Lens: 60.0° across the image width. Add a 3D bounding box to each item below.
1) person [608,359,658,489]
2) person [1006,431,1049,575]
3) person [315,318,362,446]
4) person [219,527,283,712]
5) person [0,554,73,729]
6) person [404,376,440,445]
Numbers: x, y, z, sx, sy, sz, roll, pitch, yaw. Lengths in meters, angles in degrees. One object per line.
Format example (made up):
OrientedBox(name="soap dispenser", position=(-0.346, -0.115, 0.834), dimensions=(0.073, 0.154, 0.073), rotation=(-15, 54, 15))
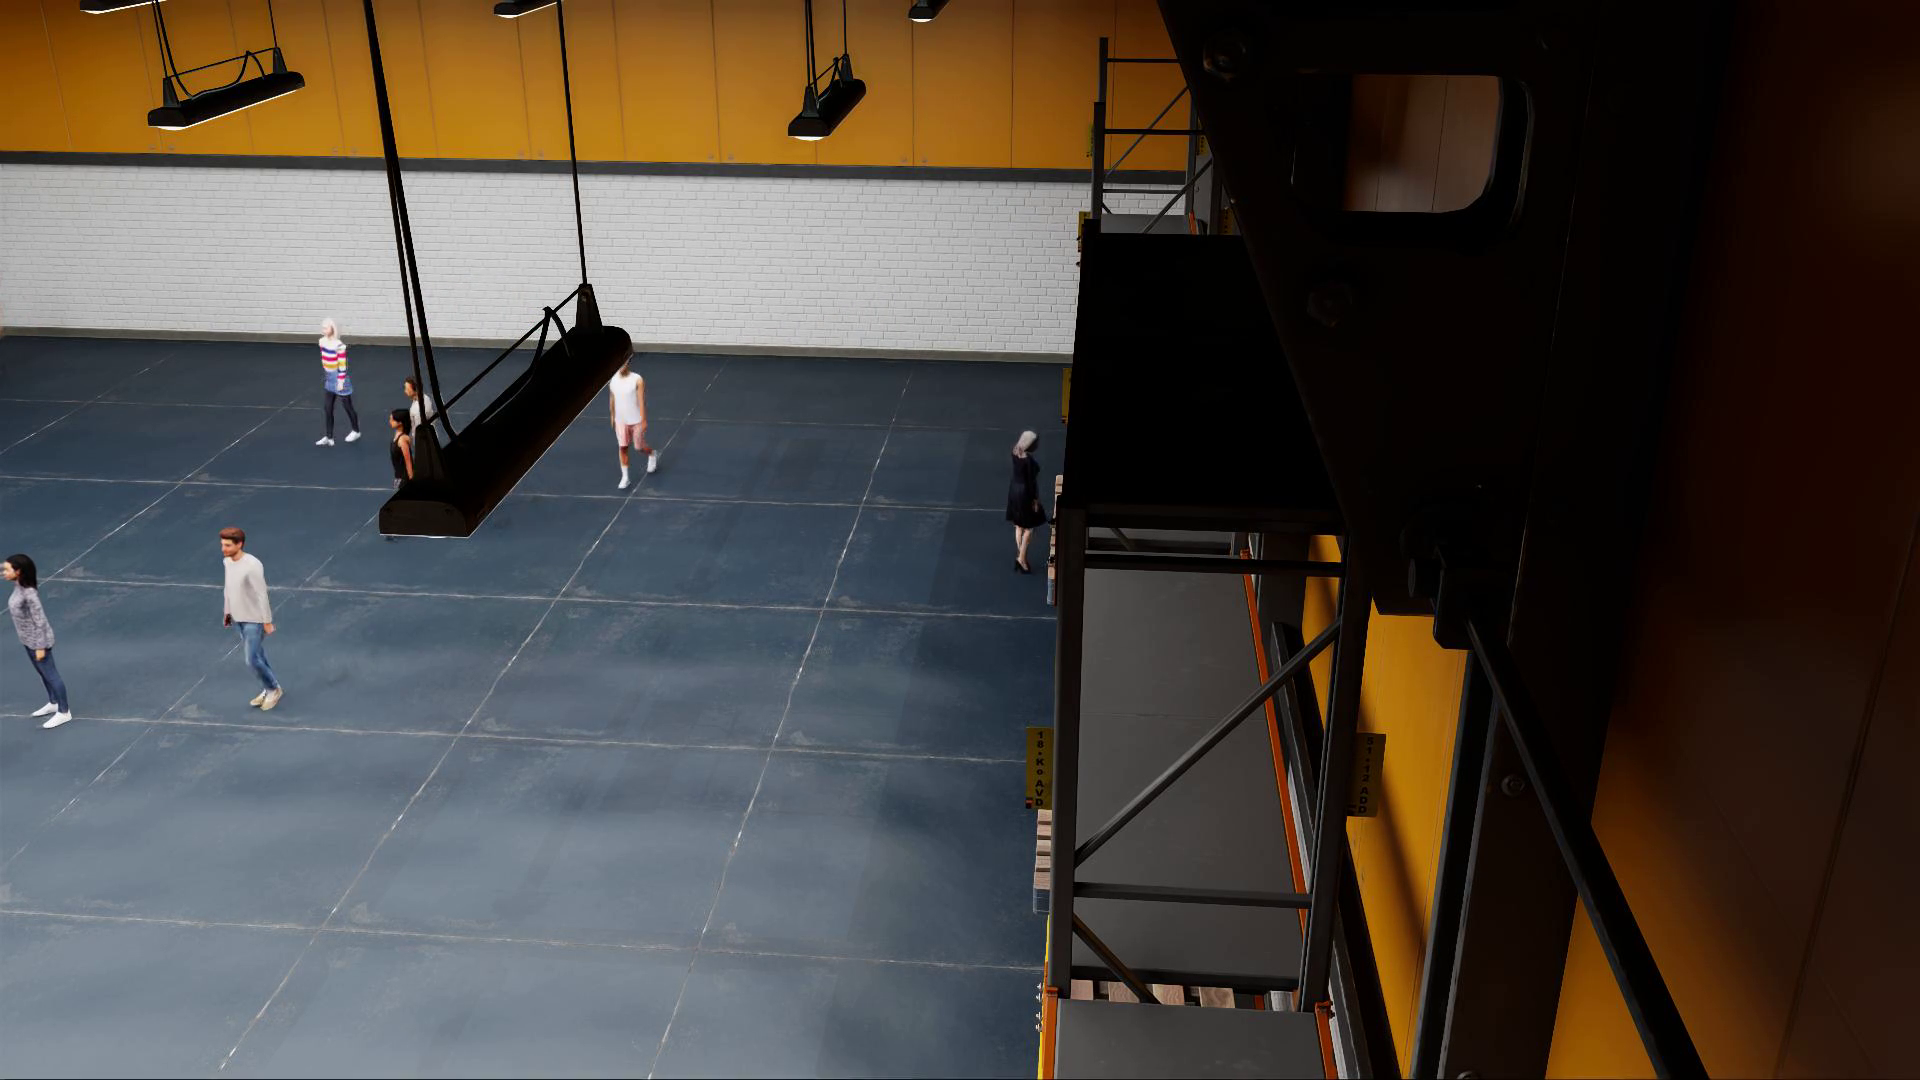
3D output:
OrientedBox(name="person", position=(-4.210, -1.586, 21.442), dimensions=(0.783, 1.755, 1.118), rotation=(6, 24, 14))
OrientedBox(name="person", position=(0.741, -0.460, 18.900), dimensions=(0.697, 1.727, 0.779), rotation=(21, 31, 39))
OrientedBox(name="person", position=(-8.461, -2.192, 22.796), dimensions=(0.887, 1.781, 1.046), rotation=(13, 27, 26))
OrientedBox(name="person", position=(-6.752, 0.715, 16.012), dimensions=(0.781, 1.888, 0.793), rotation=(17, 29, 33))
OrientedBox(name="person", position=(-8.731, 0.924, 15.727), dimensions=(0.732, 1.732, 0.682), rotation=(-20, 31, -38))
OrientedBox(name="person", position=(-6.486, -1.186, 20.487), dimensions=(0.852, 1.787, 0.886), rotation=(-2, 24, -6))
